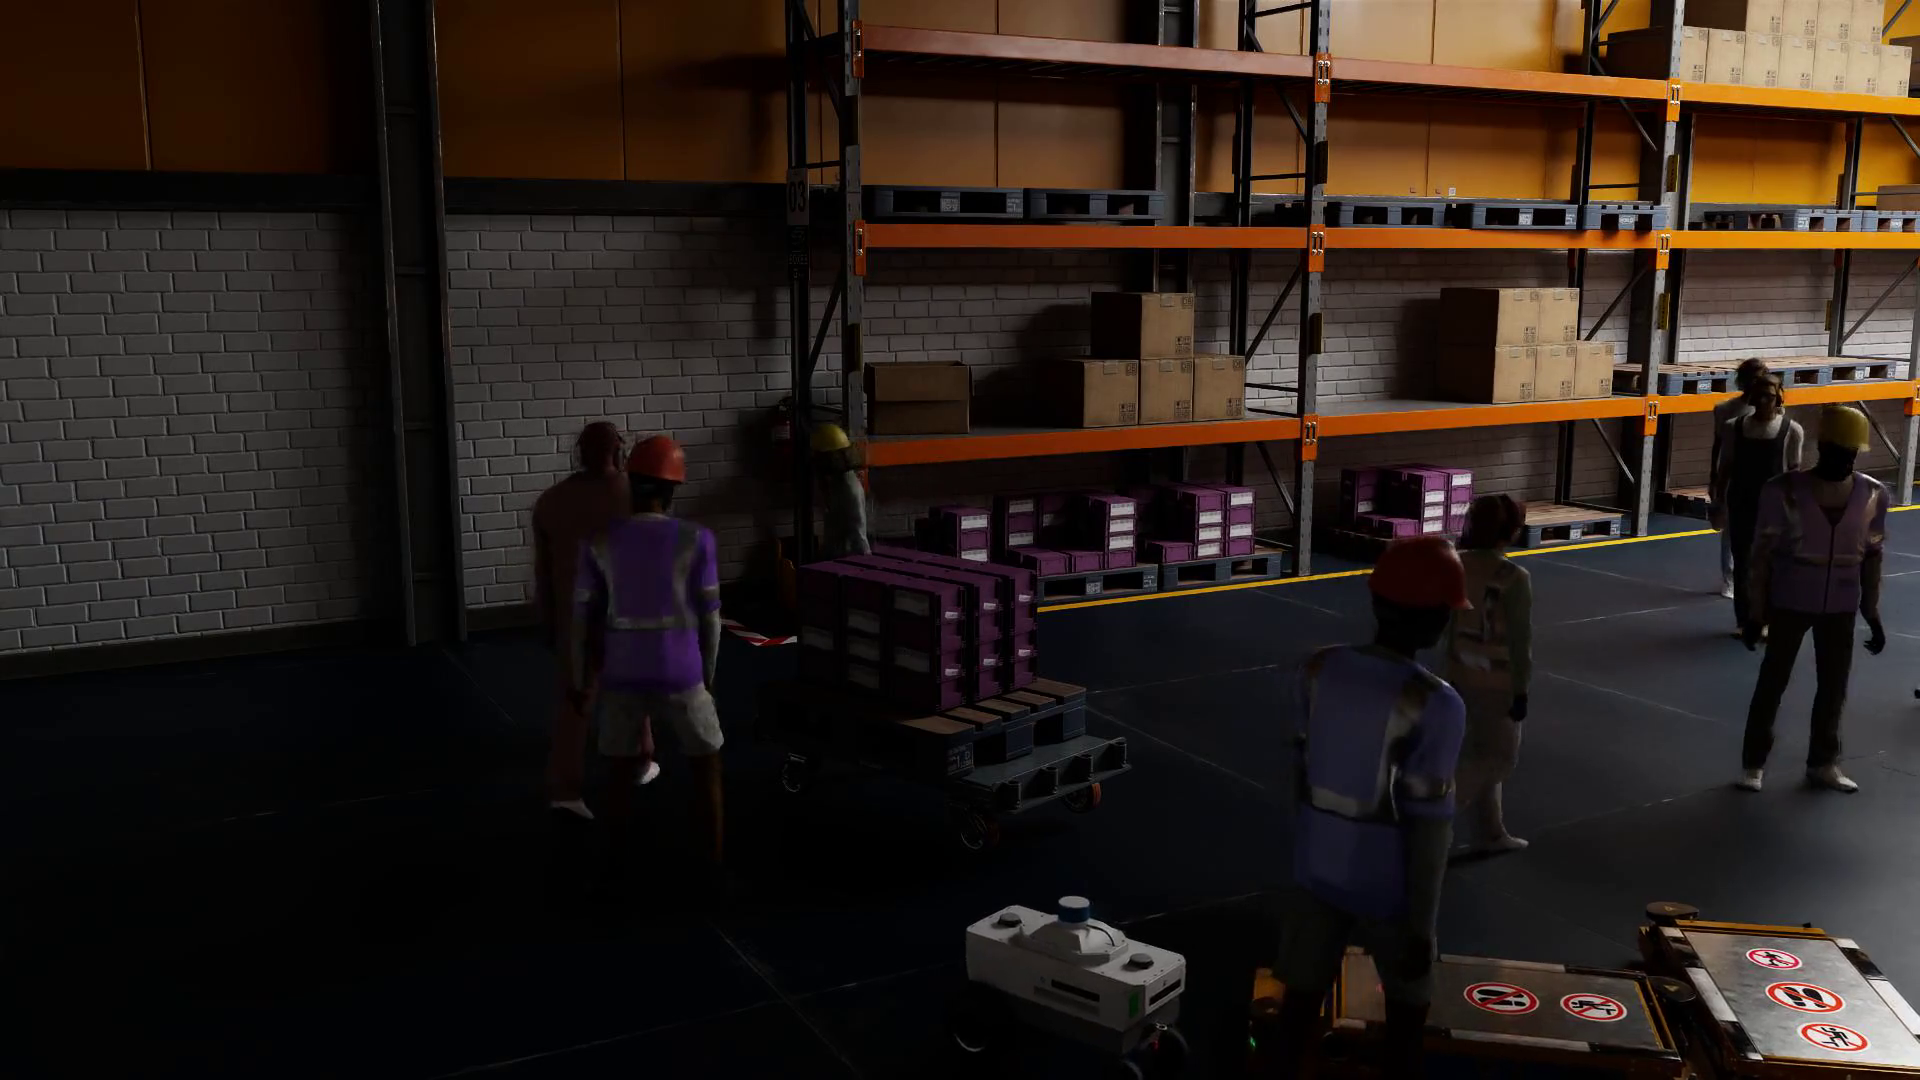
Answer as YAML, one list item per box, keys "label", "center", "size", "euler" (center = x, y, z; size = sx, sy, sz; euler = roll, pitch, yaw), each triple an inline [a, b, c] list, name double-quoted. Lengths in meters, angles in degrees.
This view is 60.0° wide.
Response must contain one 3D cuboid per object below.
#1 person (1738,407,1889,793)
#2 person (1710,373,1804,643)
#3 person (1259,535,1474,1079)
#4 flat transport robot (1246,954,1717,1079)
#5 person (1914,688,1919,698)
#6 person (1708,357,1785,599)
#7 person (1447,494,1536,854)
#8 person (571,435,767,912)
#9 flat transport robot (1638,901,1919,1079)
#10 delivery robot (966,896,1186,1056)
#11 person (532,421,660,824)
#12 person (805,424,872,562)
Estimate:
- label: "person"
  center: [4.160, 0.304, 8.096]
  size: [0.648, 1.903, 0.426]
  euler: [1, 10, 6]
- label: "person"
  center: [5.373, -0.212, 11.247]
  size: [0.503, 1.830, 0.478]
  euler: [7, 12, 36]
- label: "person"
  center: [1.080, 0.933, 4.550]
  size: [0.693, 1.898, 0.563]
  euler: [-8, 13, -39]
- label: "flat transport robot"
  center: [1.677, 1.581, 5.433]
  size: [1.431, 0.197, 0.652]
  euler: [2, 10, 13]
- label: "person"
  center: [6.043, 0.072, 9.553]
  size: [0.907, 1.859, 0.670]
  euler: [-4, 11, -21]
- label: "person"
  center: [5.941, -0.457, 12.602]
  size: [0.500, 1.857, 0.470]
  euler: [4, 11, 22]
- label: "person"
  center: [2.222, 0.606, 7.151]
  size: [0.621, 1.618, 0.527]
  euler: [-3, 10, -17]
- label: "person"
  center: [-1.207, 0.545, 6.705]
  size: [0.846, 1.908, 0.455]
  euler: [0, 10, 2]
- label: "flat transport robot"
  center: [2.756, 1.567, 5.511]
  size: [0.652, 0.197, 1.431]
  euler: [2, 10, 10]
- label: "delivery robot"
  center: [0.369, 1.399, 5.392]
  size: [0.707, 0.478, 0.477]
  euler: [8, 13, 38]
- label: "person"
  center: [-1.718, 0.374, 7.855]
  size: [0.653, 1.854, 0.992]
  euler: [1, 10, 6]
- label: "person"
  center: [-0.714, 0.203, 9.254]
  size: [0.900, 1.687, 0.493]
  euler: [-1, 10, -8]
